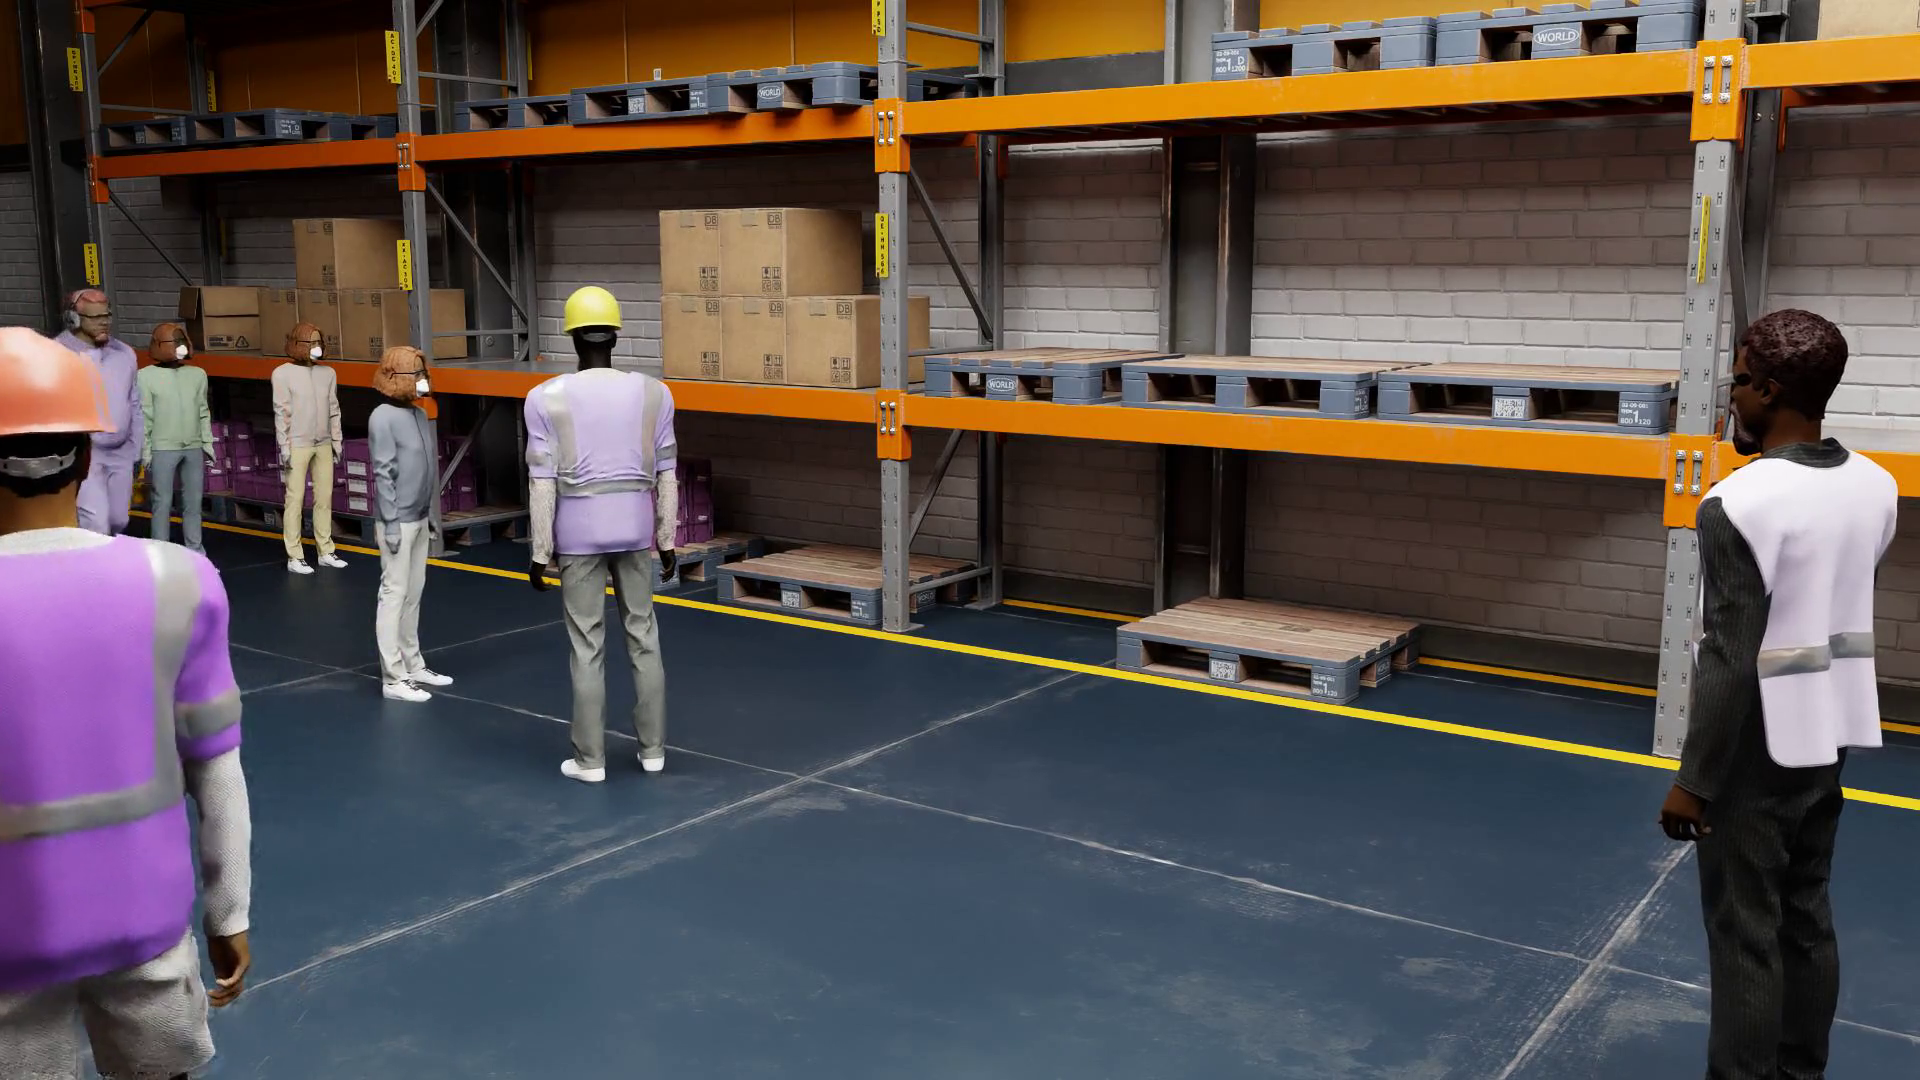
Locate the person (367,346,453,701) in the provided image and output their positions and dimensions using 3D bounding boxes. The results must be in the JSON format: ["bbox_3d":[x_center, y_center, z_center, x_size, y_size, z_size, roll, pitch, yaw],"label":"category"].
[{"bbox_3d":[-2.566,-0.080,7.730,0.277,1.633,0.504,1,10,5],"label":"person"}]

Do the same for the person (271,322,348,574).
[{"bbox_3d":[-4.240,-0.599,10.844,0.277,1.629,0.497,6,11,30],"label":"person"}]

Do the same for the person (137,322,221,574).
[{"bbox_3d":[-4.980,-0.561,10.581,0.277,1.636,0.507,6,11,33],"label":"person"}]

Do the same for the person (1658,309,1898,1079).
[{"bbox_3d":[1.787,0.460,3.665,0.592,1.920,0.392,-7,12,-34],"label":"person"}]

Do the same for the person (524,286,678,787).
[{"bbox_3d":[-1.390,-0.012,6.458,0.594,1.921,0.385,-5,11,-29],"label":"person"}]

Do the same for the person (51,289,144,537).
[{"bbox_3d":[-5.042,-0.509,9.587,0.798,1.876,0.664,5,11,25],"label":"person"}]

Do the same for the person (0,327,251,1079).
[{"bbox_3d":[-1.427,0.624,2.692,0.545,1.924,0.548,-9,13,-42],"label":"person"}]
